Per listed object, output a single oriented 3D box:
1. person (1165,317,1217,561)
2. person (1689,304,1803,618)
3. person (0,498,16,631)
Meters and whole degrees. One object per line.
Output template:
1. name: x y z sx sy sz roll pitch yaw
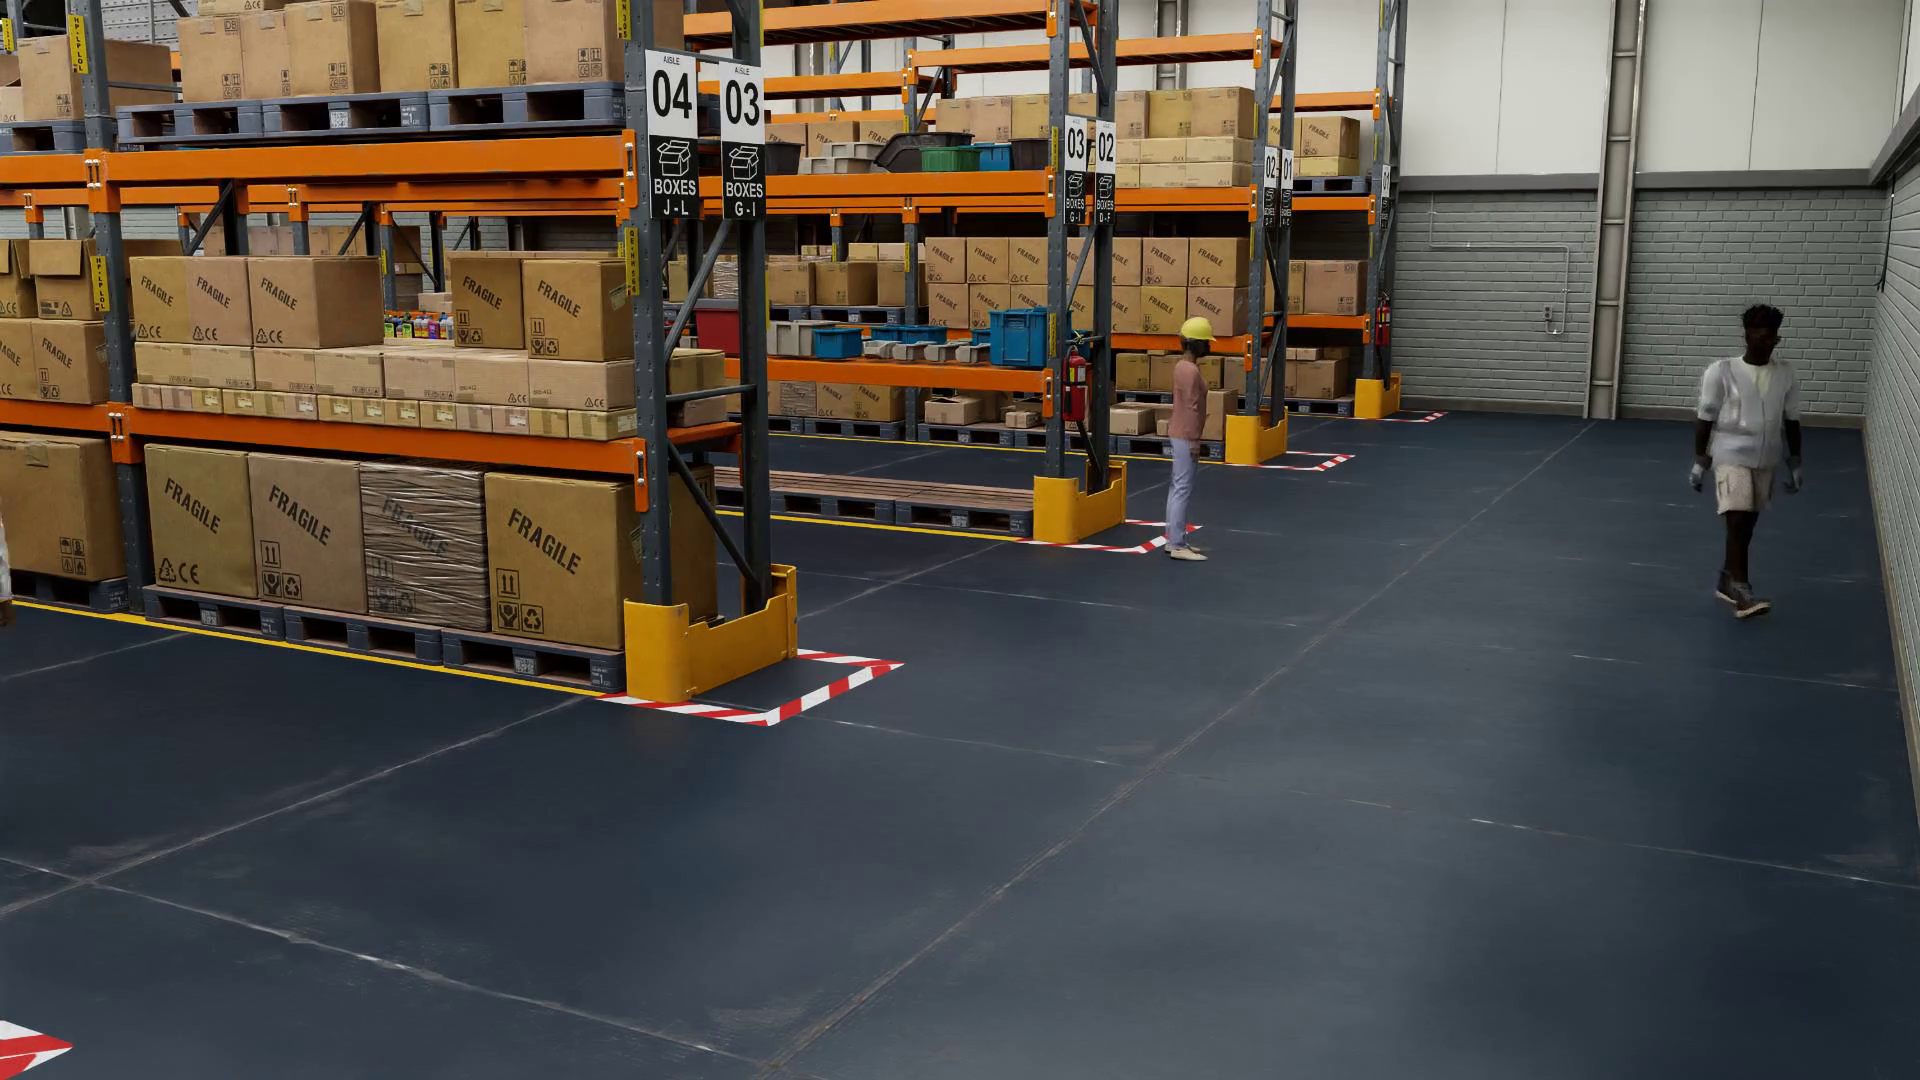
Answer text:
1. person: 1.684 -0.736 12.112 0.330 1.765 0.533 0 10 0
2. person: 4.946 -0.489 10.336 0.633 1.920 0.900 -1 10 -4
3. person: -4.050 0.200 6.569 0.407 1.922 0.569 8 13 36
